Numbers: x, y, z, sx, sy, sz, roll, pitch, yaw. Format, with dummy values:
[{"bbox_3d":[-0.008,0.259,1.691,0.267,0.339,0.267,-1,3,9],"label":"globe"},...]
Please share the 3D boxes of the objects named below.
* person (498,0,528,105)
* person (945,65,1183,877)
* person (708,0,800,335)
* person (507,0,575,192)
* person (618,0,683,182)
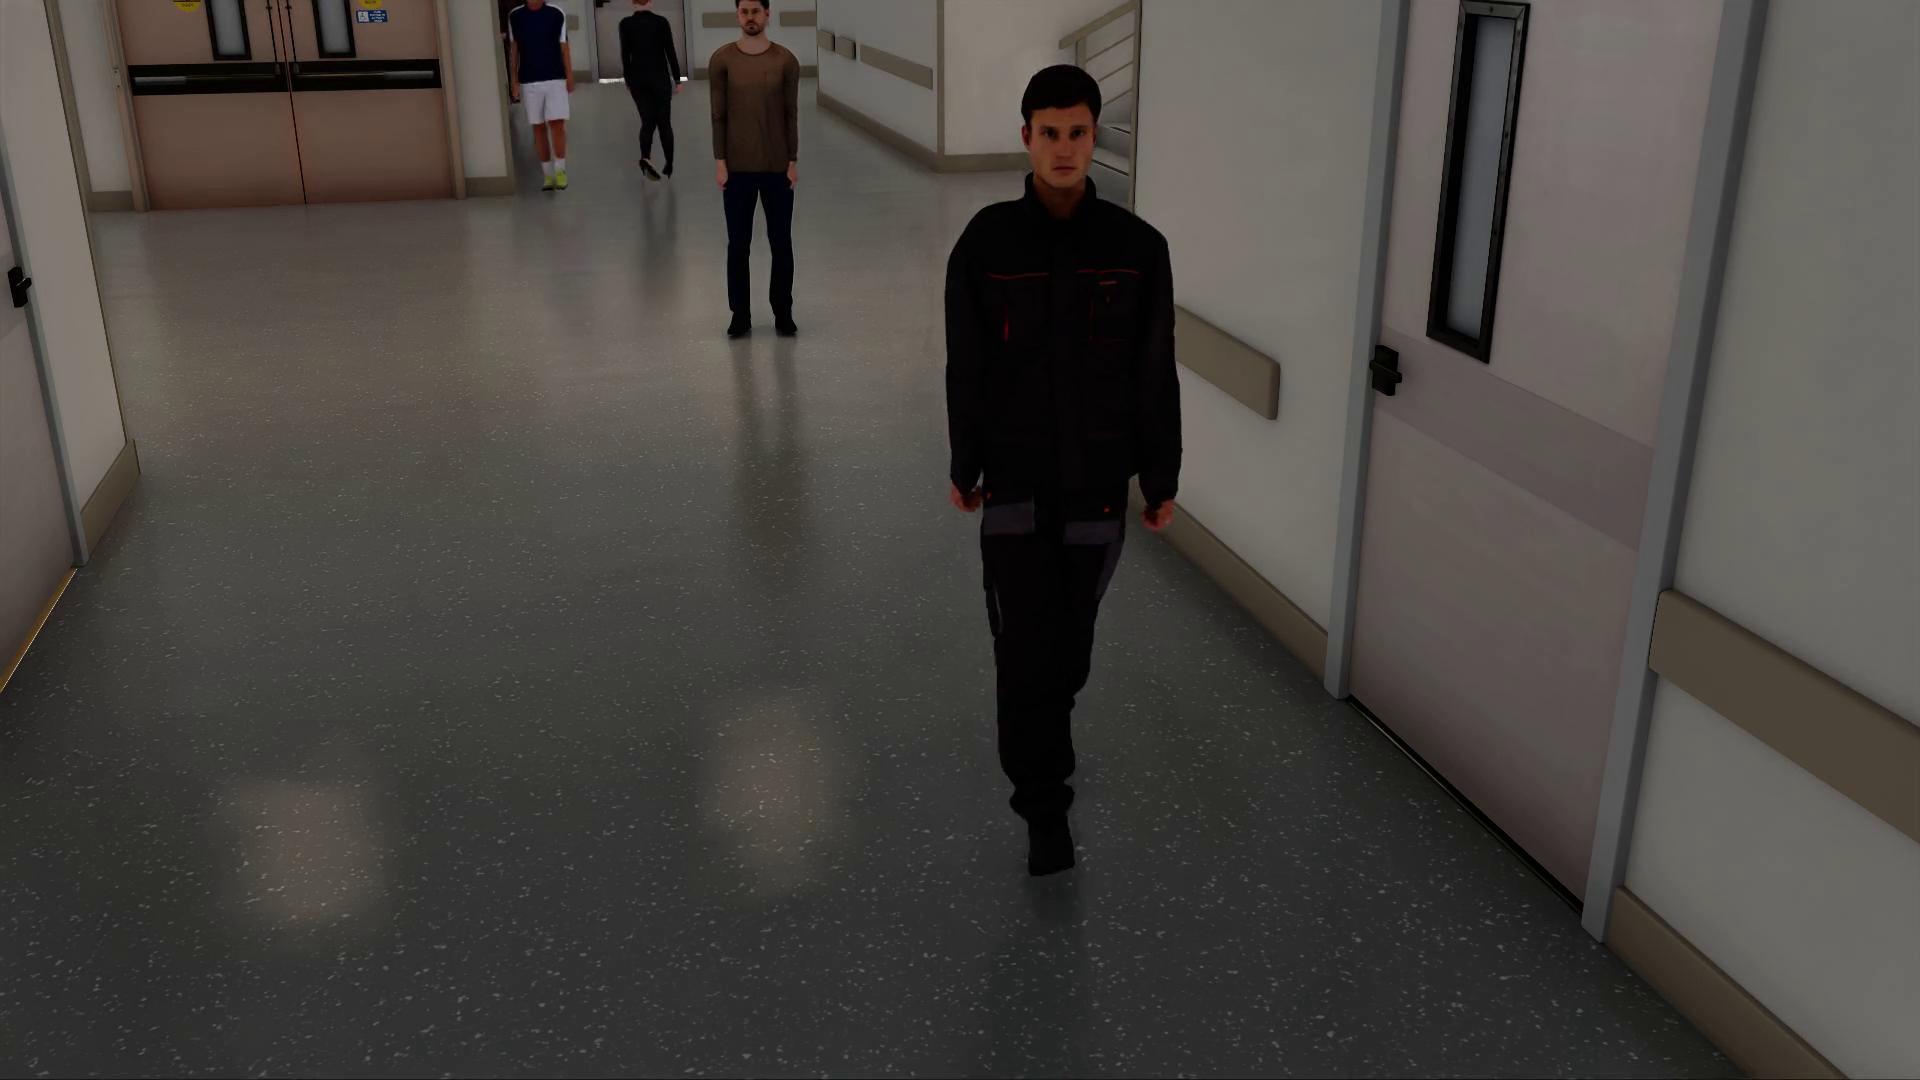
[{"bbox_3d":[-5.372,-6.119,20.002,1.242,1.792,1.152,-17,26,-37],"label":"person"},{"bbox_3d":[0.243,-0.194,4.220,1.191,1.891,0.931,-2,21,-6],"label":"person"},{"bbox_3d":[-1.125,-2.092,9.235,0.537,1.889,0.728,-3,21,-8],"label":"person"},{"bbox_3d":[-3.506,-3.873,14.025,0.606,1.827,0.770,-1,21,-4],"label":"person"},{"bbox_3d":[-2.697,-3.895,14.330,0.965,1.651,0.885,2,21,5],"label":"person"}]
